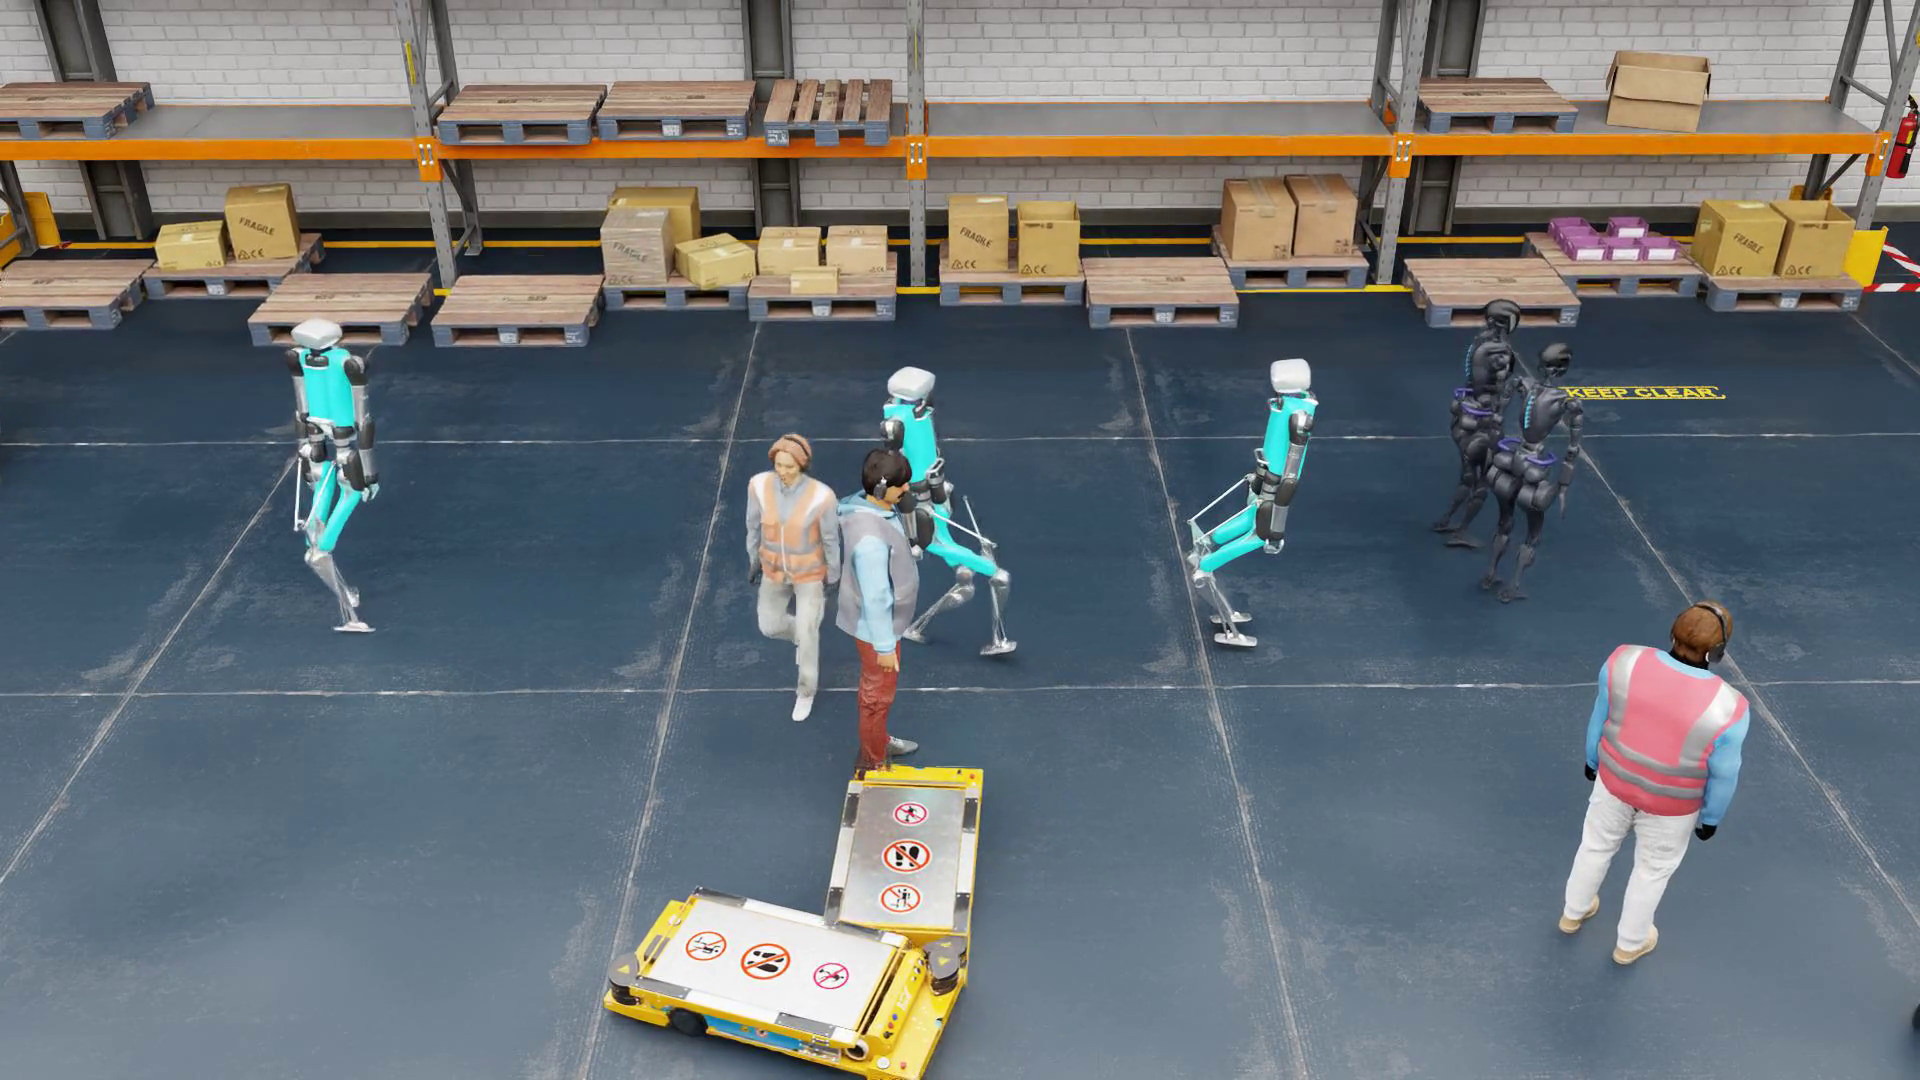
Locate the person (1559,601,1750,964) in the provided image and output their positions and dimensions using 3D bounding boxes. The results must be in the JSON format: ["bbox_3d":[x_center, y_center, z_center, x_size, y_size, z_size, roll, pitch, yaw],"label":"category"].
[{"bbox_3d":[2.981,1.053,7.146,0.637,1.830,0.429,25,39,36],"label":"person"}]

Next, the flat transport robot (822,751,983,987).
[{"bbox_3d":[-0.252,1.523,7.875,0.659,0.231,1.431,2,31,3],"label":"flat transport robot"}]

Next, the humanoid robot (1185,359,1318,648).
[{"bbox_3d":[1.536,-0.197,9.212,0.729,1.693,0.532,0,31,-1],"label":"humanoid robot"}]

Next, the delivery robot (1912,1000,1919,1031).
[{"bbox_3d":[4.465,1.871,7.008,0.767,0.583,0.499,-23,38,-33],"label":"delivery robot"}]

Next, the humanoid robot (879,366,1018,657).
[{"bbox_3d":[0.043,-0.069,9.156,0.991,1.774,0.532,11,33,18],"label":"humanoid robot"}]

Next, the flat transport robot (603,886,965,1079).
[{"bbox_3d":[-0.757,1.920,7.215,1.431,0.231,0.659,10,32,16],"label":"flat transport robot"}]

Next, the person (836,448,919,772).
[{"bbox_3d":[-0.403,0.400,8.183,0.412,1.878,0.533,-1,31,-2],"label":"person"}]

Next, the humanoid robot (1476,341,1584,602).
[{"bbox_3d":[3.295,-0.400,9.708,0.337,1.652,0.592,-23,38,-33],"label":"humanoid robot"}]

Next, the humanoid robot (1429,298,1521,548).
[{"bbox_3d":[3.180,-0.707,10.231,0.327,1.653,0.594,-1,31,-1],"label":"humanoid robot"}]

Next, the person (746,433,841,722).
[{"bbox_3d":[-0.865,0.155,8.827,0.532,1.621,0.517,11,33,17],"label":"person"}]

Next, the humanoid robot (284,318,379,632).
[{"bbox_3d":[-3.667,-0.298,9.491,0.598,1.780,0.864,12,33,19],"label":"humanoid robot"}]
